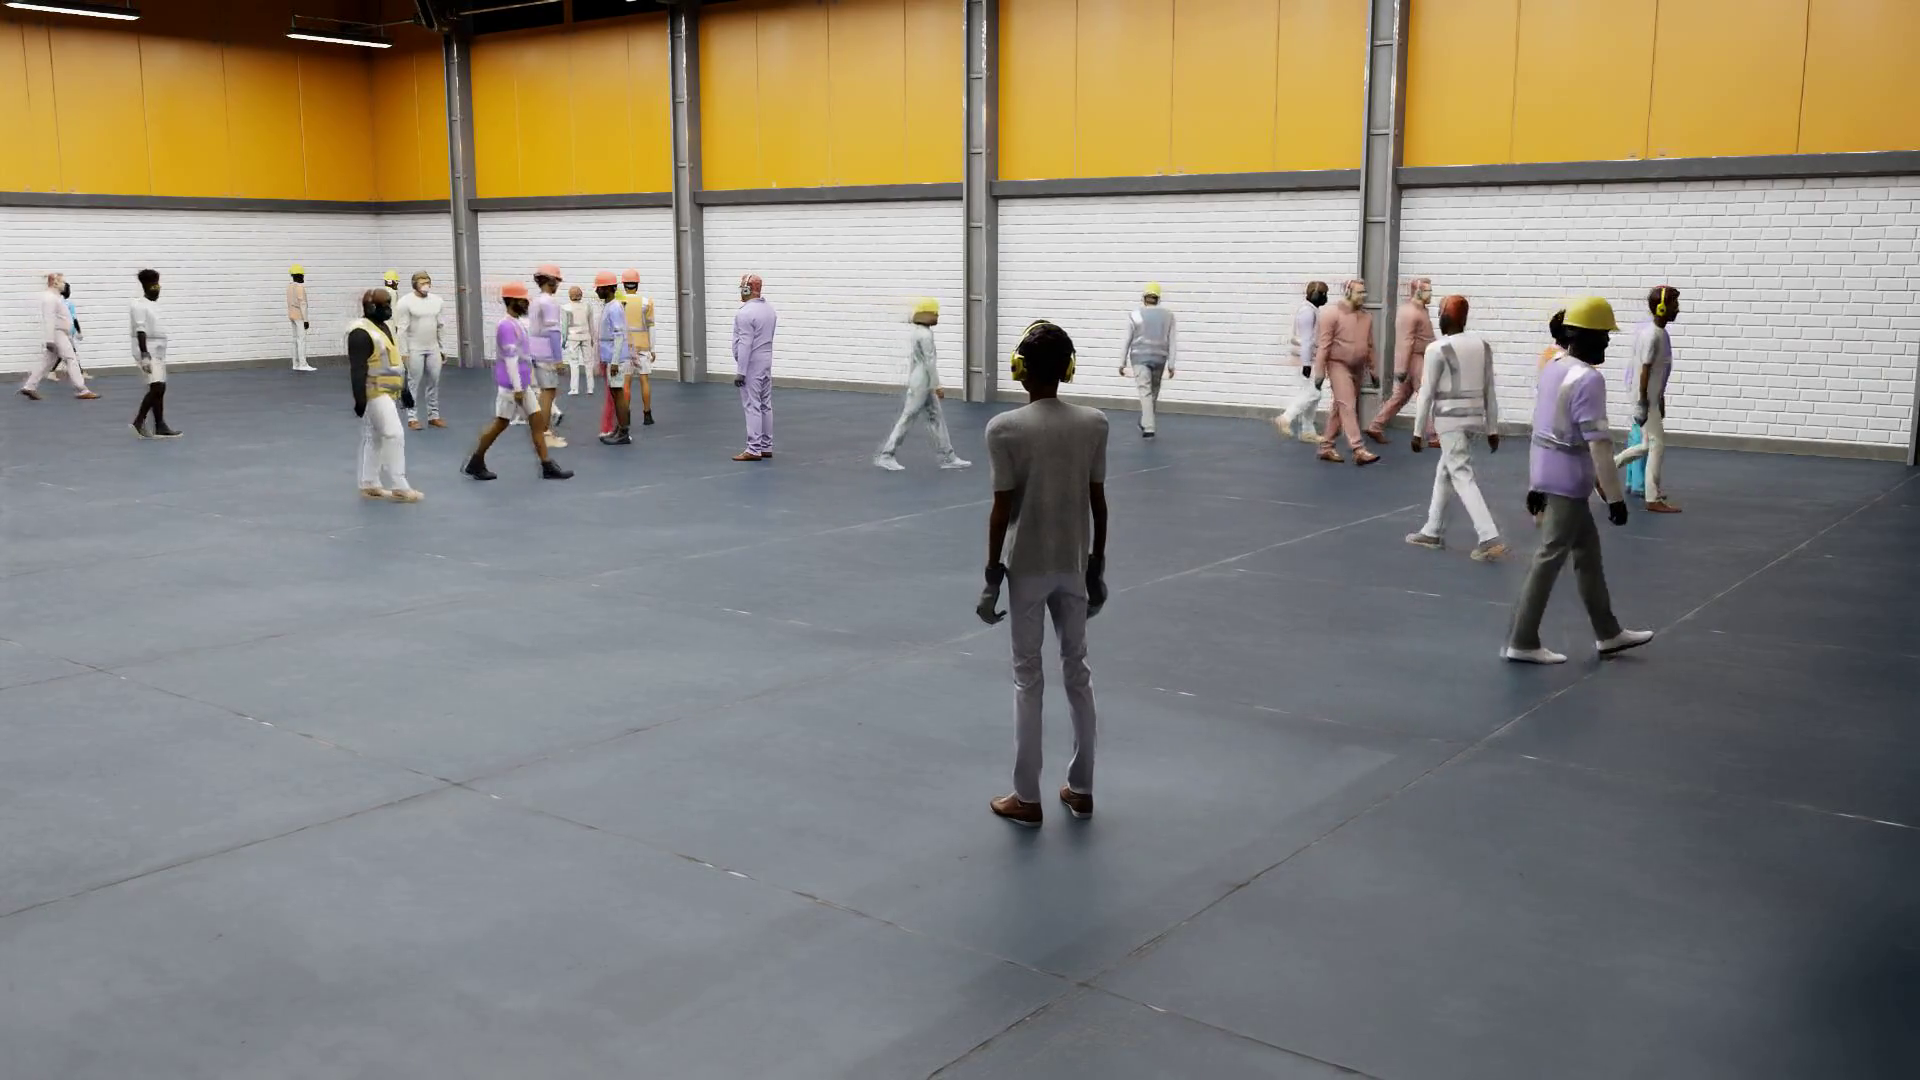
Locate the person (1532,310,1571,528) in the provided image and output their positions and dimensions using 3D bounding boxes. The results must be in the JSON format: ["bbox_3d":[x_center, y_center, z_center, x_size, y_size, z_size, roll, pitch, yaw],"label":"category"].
[{"bbox_3d":[4.565,-0.910,12.726,0.316,1.690,0.574,0,10,2],"label":"person"}]

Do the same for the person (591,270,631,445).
[{"bbox_3d":[-3.885,-2.023,18.491,0.376,1.932,0.551,-3,10,-16],"label":"person"}]

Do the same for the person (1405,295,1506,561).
[{"bbox_3d":[3.513,-0.787,11.612,0.577,1.838,0.976,-6,11,-30],"label":"person"}]

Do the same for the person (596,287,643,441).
[{"bbox_3d":[-3.843,-1.981,18.810,0.609,1.737,0.517,3,10,17],"label":"person"}]

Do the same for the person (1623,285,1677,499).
[{"bbox_3d":[5.985,-1.286,14.475,0.397,1.840,0.564,3,10,16],"label":"person"}]

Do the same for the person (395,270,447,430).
[{"bbox_3d":[-6.489,-2.284,20.068,0.392,1.927,0.645,8,13,39],"label":"person"}]

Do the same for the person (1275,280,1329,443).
[{"bbox_3d":[3.885,-1.989,18.613,0.482,1.822,0.632,3,10,19],"label":"person"}]

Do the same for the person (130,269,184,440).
[{"bbox_3d":[-9.199,-2.096,18.885,0.425,1.946,0.723,-1,10,-3],"label":"person"}]

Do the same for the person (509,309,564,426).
[{"bbox_3d":[-5.216,-2.165,20.300,0.790,1.596,0.566,3,10,14],"label":"person"}]

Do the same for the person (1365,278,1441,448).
[{"bbox_3d":[4.956,-1.946,18.262,0.977,1.864,0.641,3,10,18],"label":"person"}]

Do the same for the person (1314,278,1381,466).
[{"bbox_3d":[3.962,-1.673,16.639,0.673,1.860,0.950,-7,12,-36],"label":"person"}]

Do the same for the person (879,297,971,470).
[{"bbox_3d":[-0.376,-1.520,16.273,0.916,1.701,0.487,-1,10,-4],"label":"person"}]

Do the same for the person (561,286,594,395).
[{"bbox_3d":[-5.730,-2.988,24.974,0.513,1.638,0.313,-6,12,-32],"label":"person"}]

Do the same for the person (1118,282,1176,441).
[{"bbox_3d":[2.129,-2.047,19.049,0.612,1.778,0.928,-2,10,-11],"label":"person"}]

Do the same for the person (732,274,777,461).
[{"bbox_3d":[-2.133,-1.764,17.064,0.409,1.909,0.642,3,10,19],"label":"person"}]

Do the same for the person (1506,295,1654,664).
[{"bbox_3d":[3.247,-0.289,8.504,0.884,1.893,0.608,0,10,1],"label":"person"}]

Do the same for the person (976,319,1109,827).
[{"bbox_3d":[0.310,0.127,6.157,0.518,1.874,0.326,-4,11,-22],"label":"person"}]

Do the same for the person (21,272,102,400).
[{"bbox_3d":[-13.156,-2.951,24.148,1.018,1.855,0.649,-5,11,-25],"label":"person"}]

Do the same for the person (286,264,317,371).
[{"bbox_3d":[-11.996,-4.032,30.199,0.587,1.930,0.355,10,14,44],"label":"person"}]

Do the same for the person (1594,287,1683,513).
[{"bbox_3d":[5.603,-1.150,13.685,0.687,1.854,0.513,5,11,25],"label":"person"}]

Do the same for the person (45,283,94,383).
[{"bbox_3d":[-14.843,-3.436,27.548,0.538,1.656,0.884,6,12,32],"label":"person"}]

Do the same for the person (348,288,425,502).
[{"bbox_3d":[-4.855,-1.235,14.238,0.747,1.816,0.641,0,10,0],"label":"person"}]

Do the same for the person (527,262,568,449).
[{"bbox_3d":[-4.453,-1.995,18.070,0.426,2.029,0.769,-7,12,-34],"label":"person"}]

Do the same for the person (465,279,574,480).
[{"bbox_3d":[-4.183,-1.485,15.505,0.998,1.893,0.562,0,10,-1],"label":"person"}]

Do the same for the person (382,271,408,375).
[{"bbox_3d":[-9.902,-3.775,29.012,0.404,1.824,0.586,-9,13,-41],"label":"person"}]

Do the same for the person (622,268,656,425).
[{"bbox_3d":[-4.037,-2.384,20.578,0.545,1.940,0.352,-2,10,-10],"label":"person"}]
